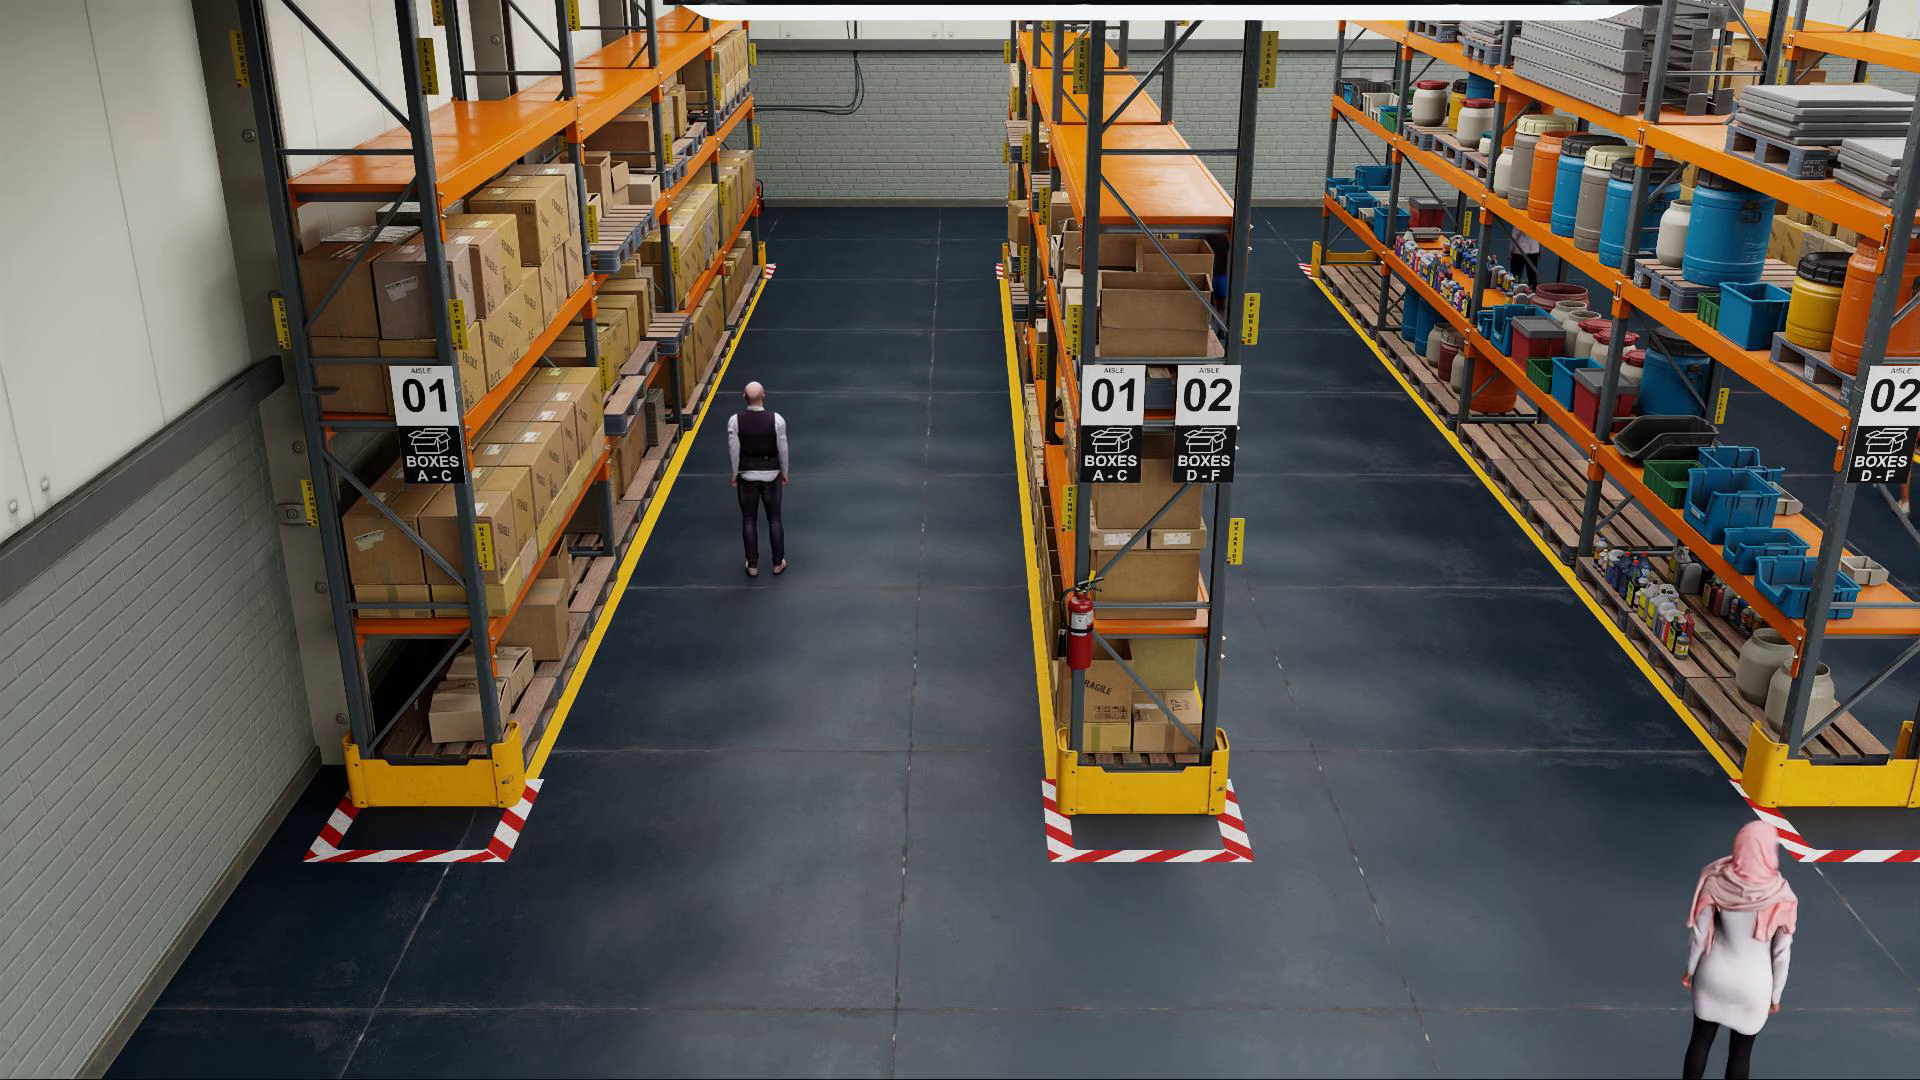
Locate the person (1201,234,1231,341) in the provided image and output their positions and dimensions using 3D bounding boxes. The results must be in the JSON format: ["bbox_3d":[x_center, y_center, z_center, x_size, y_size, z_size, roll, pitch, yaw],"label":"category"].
[{"bbox_3d":[3.444,-3.650,22.773,0.744,1.775,0.941,-4,23,-10],"label":"person"}]

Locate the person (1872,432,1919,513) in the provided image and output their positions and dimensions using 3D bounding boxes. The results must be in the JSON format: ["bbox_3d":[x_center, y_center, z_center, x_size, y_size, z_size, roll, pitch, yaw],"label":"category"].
[{"bbox_3d":[9.509,-1.130,16.657,0.574,1.741,1.143,0,22,-1],"label":"person"}]

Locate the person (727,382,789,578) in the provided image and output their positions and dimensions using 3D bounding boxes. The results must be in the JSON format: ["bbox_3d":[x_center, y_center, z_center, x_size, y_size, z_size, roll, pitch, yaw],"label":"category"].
[{"bbox_3d":[-1.836,-0.558,15.150,0.727,1.822,0.633,-4,23,-9],"label":"person"}]

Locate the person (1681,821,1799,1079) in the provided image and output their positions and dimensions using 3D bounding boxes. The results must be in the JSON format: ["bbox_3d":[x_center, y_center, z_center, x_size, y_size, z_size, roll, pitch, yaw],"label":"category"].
[{"bbox_3d":[3.901,2.217,8.392,0.737,1.803,0.768,15,27,32],"label":"person"}]
